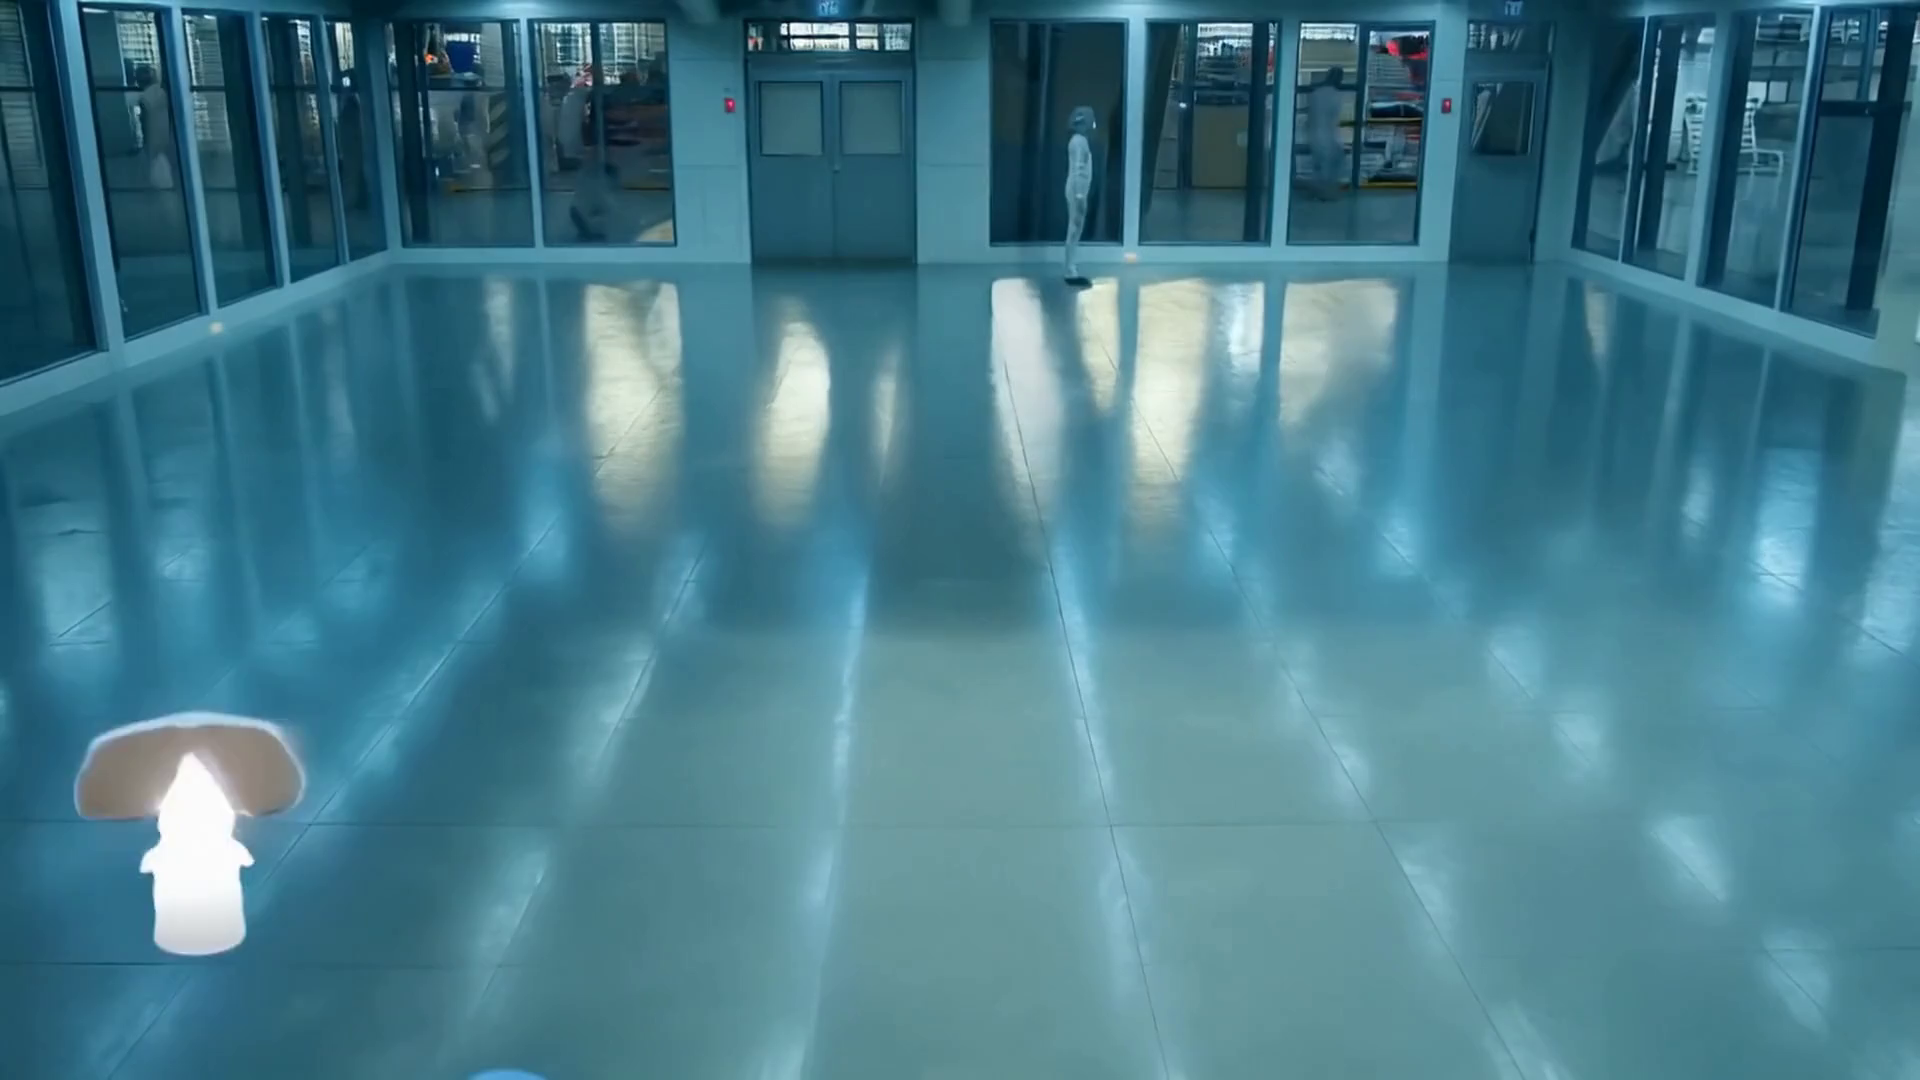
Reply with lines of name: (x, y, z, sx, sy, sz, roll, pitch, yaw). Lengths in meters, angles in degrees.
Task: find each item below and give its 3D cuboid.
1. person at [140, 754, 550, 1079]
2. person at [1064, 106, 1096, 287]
person: (-0.457, 0.907, 1.096, 0.533, 1.865, 0.311, -8, 18, -26)
person: (1.110, -3.175, 15.383, 0.268, 1.632, 0.506, 1, 16, 4)
